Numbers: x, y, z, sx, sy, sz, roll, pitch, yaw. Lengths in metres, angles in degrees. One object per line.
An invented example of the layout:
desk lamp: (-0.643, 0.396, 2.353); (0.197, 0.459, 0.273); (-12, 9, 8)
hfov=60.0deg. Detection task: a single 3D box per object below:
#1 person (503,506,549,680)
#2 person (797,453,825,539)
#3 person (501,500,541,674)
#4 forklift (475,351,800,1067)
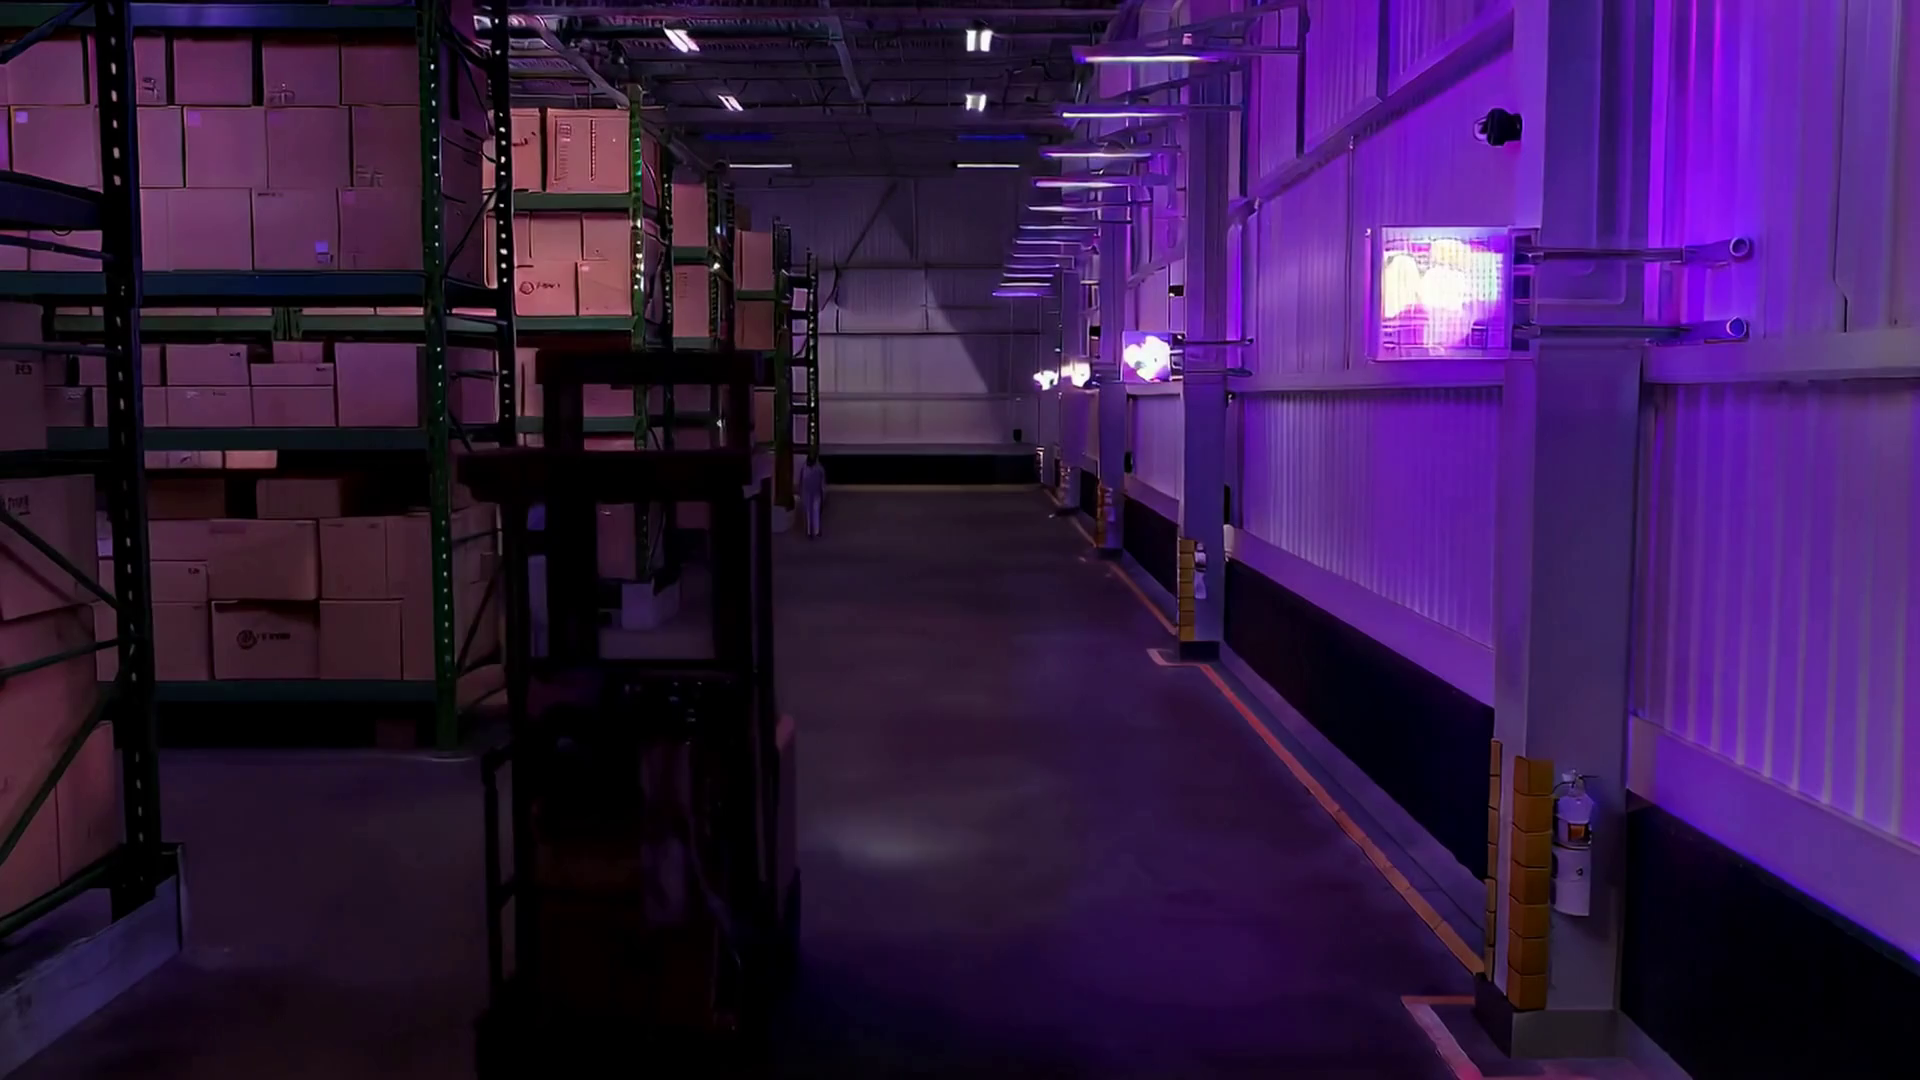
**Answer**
person: (-2.667, 0.740, 10.784); (0.569, 1.924, 0.496); (-1, 5, -14)
person: (-2.774, -0.828, 30.994); (0.515, 1.592, 0.876); (0, 5, -1)
person: (-3.809, 0.416, 15.081); (0.999, 1.843, 0.692); (2, 5, 26)
forklift: (-1.309, 0.576, 7.203); (1.129, 2.768, 1.873); (0, 5, 0)
